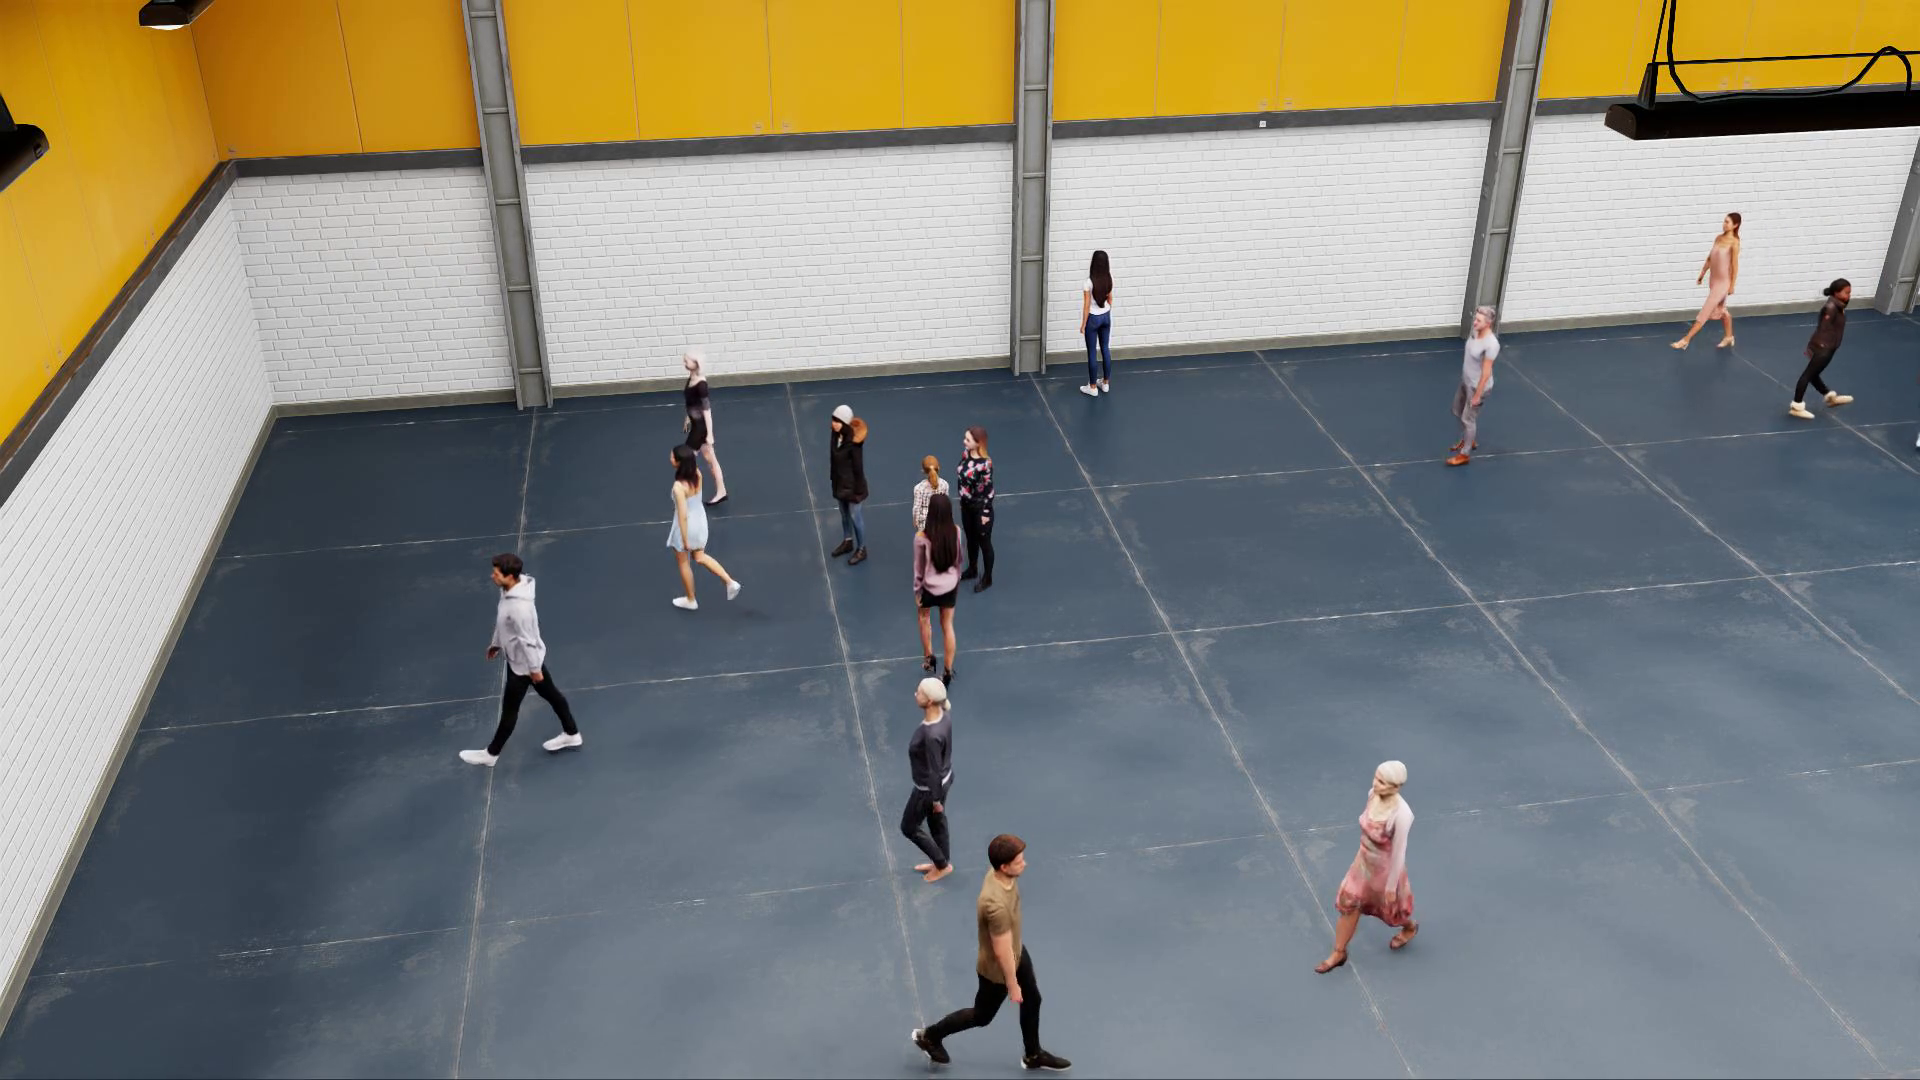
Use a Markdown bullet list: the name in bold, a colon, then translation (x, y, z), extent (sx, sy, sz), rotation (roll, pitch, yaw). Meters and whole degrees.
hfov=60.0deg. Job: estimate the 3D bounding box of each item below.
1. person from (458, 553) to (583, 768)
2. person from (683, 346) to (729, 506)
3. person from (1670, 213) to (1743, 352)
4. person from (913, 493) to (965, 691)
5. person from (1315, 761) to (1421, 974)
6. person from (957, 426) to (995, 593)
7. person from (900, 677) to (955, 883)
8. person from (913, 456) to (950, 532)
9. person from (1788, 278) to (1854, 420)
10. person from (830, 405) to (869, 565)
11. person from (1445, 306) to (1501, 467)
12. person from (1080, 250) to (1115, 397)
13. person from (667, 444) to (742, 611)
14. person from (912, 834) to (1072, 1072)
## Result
- **person**: translation (-3.348, 0.928, 13.196), extent (1.235, 1.874, 0.796), rotation (-9, 30, -16)
- **person**: translation (-2.565, -1.139, 17.054), extent (0.857, 1.809, 0.709), rotation (-9, 30, -17)
- **person**: translation (9.614, -3.198, 20.864), extent (1.095, 1.776, 0.596), rotation (-5, 29, -9)
- **person**: translation (-0.142, 0.477, 14.108), extent (0.685, 1.793, 0.778), rotation (-11, 31, -19)
- **person**: translation (2.884, 2.177, 11.138), extent (1.131, 1.653, 0.810), rotation (-13, 31, -23)
- **person**: translation (0.165, -0.318, 15.681), extent (0.652, 1.683, 0.648), rotation (-20, 35, -33)
- **person**: translation (-0.127, 1.723, 11.905), extent (0.738, 1.716, 0.715), rotation (7, 29, 12)
- **person**: translation (-0.264, -0.206, 15.863), extent (0.488, 1.312, 0.613), rotation (-9, 30, -15)
- **person**: translation (9.908, -2.182, 19.136), extent (0.892, 1.647, 0.947), rotation (0, 29, 0)
- **person**: translation (-1.068, -0.556, 16.171), extent (0.756, 1.631, 0.730), rotation (-25, 37, -38)
- **person**: translation (5.651, -1.687, 18.047), extent (0.685, 1.820, 0.767), rotation (-3, 29, -5)
- **person**: translation (1.637, -2.582, 19.737), extent (0.587, 1.774, 0.723), rotation (-18, 33, -29)
- **person**: translation (-2.387, -0.092, 15.234), extent (1.025, 1.714, 0.876), rotation (9, 30, 17)
- **person**: translation (0.148, 2.595, 10.210), extent (1.322, 1.808, 1.004), rotation (7, 29, 13)
